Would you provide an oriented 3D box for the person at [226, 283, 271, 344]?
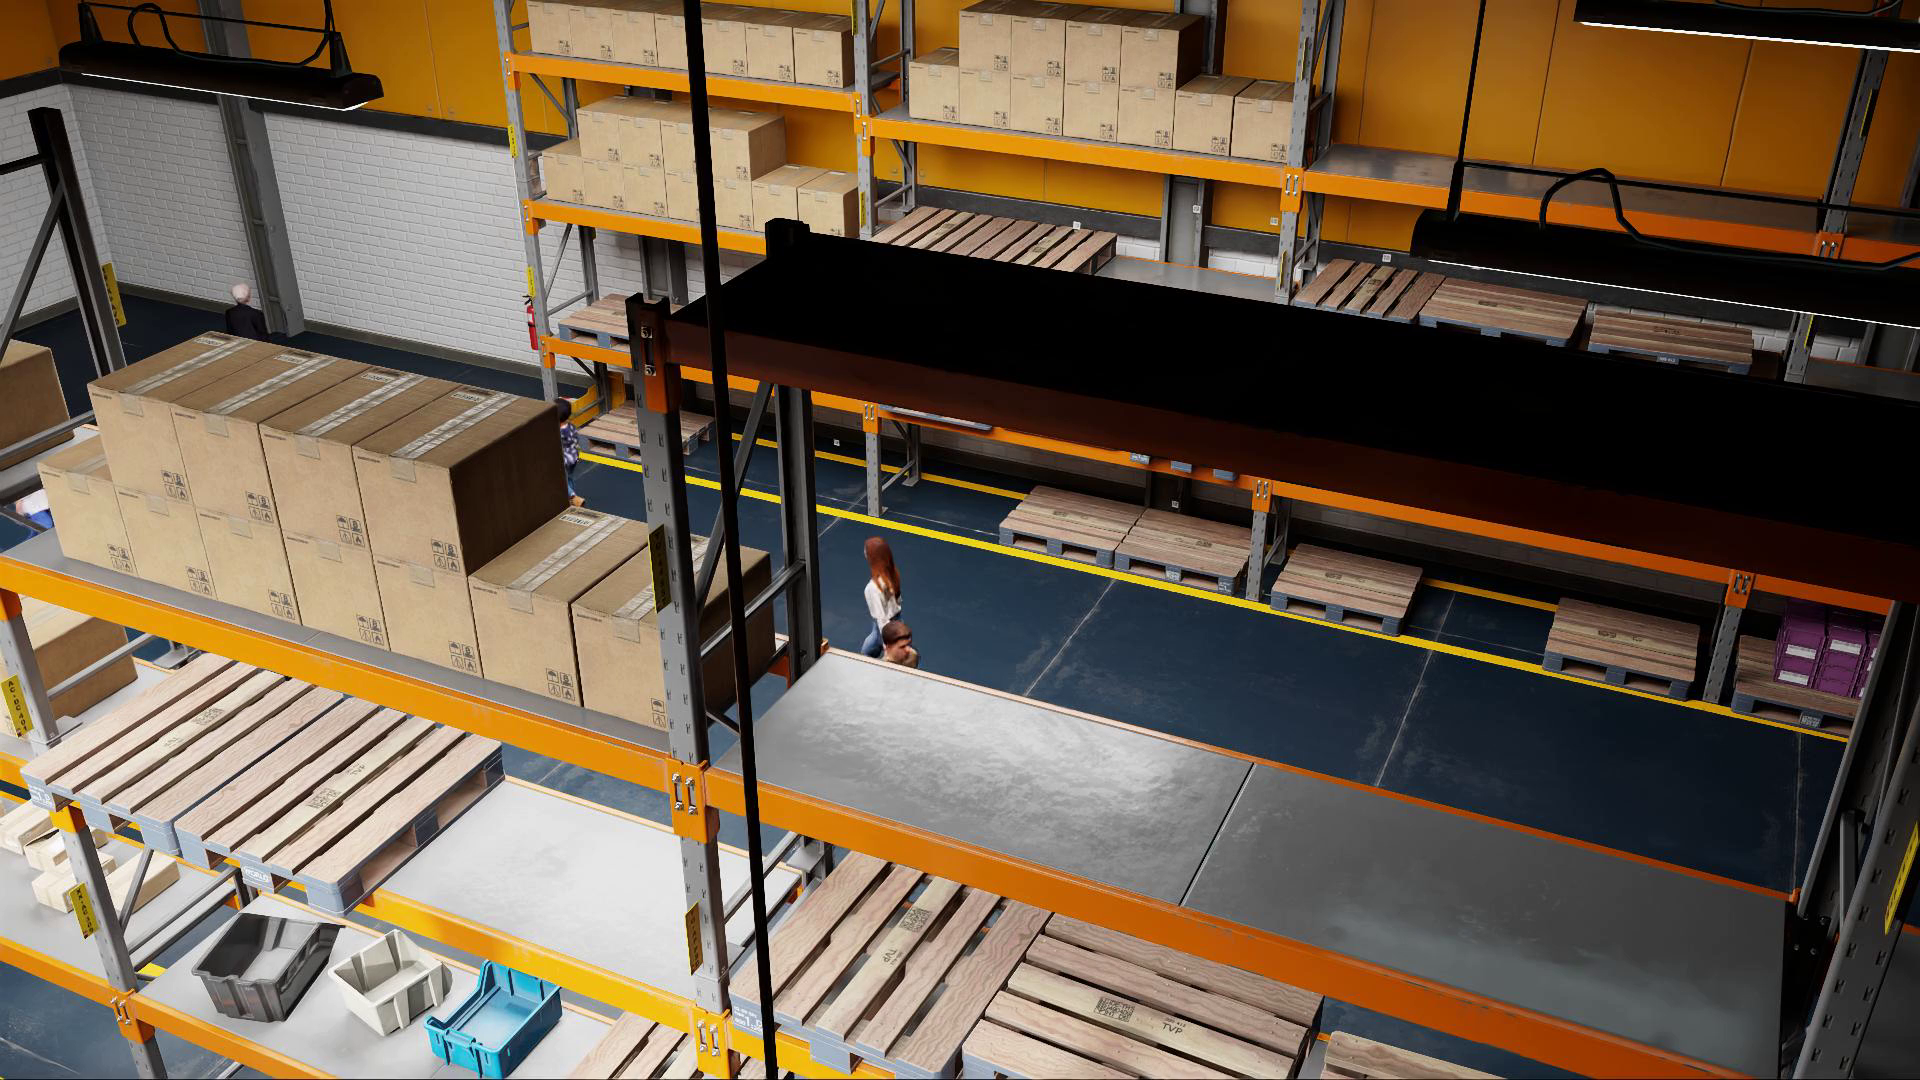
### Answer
[{"bbox_3d":[-8.250,-2.116,19.286,0.720,1.776,0.759,4,29,7],"label":"person"}]

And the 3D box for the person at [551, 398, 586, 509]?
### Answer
[{"bbox_3d":[-3.985,-0.826,16.831,0.796,1.242,0.633,25,37,38],"label":"person"}]

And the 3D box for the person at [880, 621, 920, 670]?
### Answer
[{"bbox_3d":[-0.542,1.361,12.217,1.154,1.820,0.865,21,35,33],"label":"person"}]
